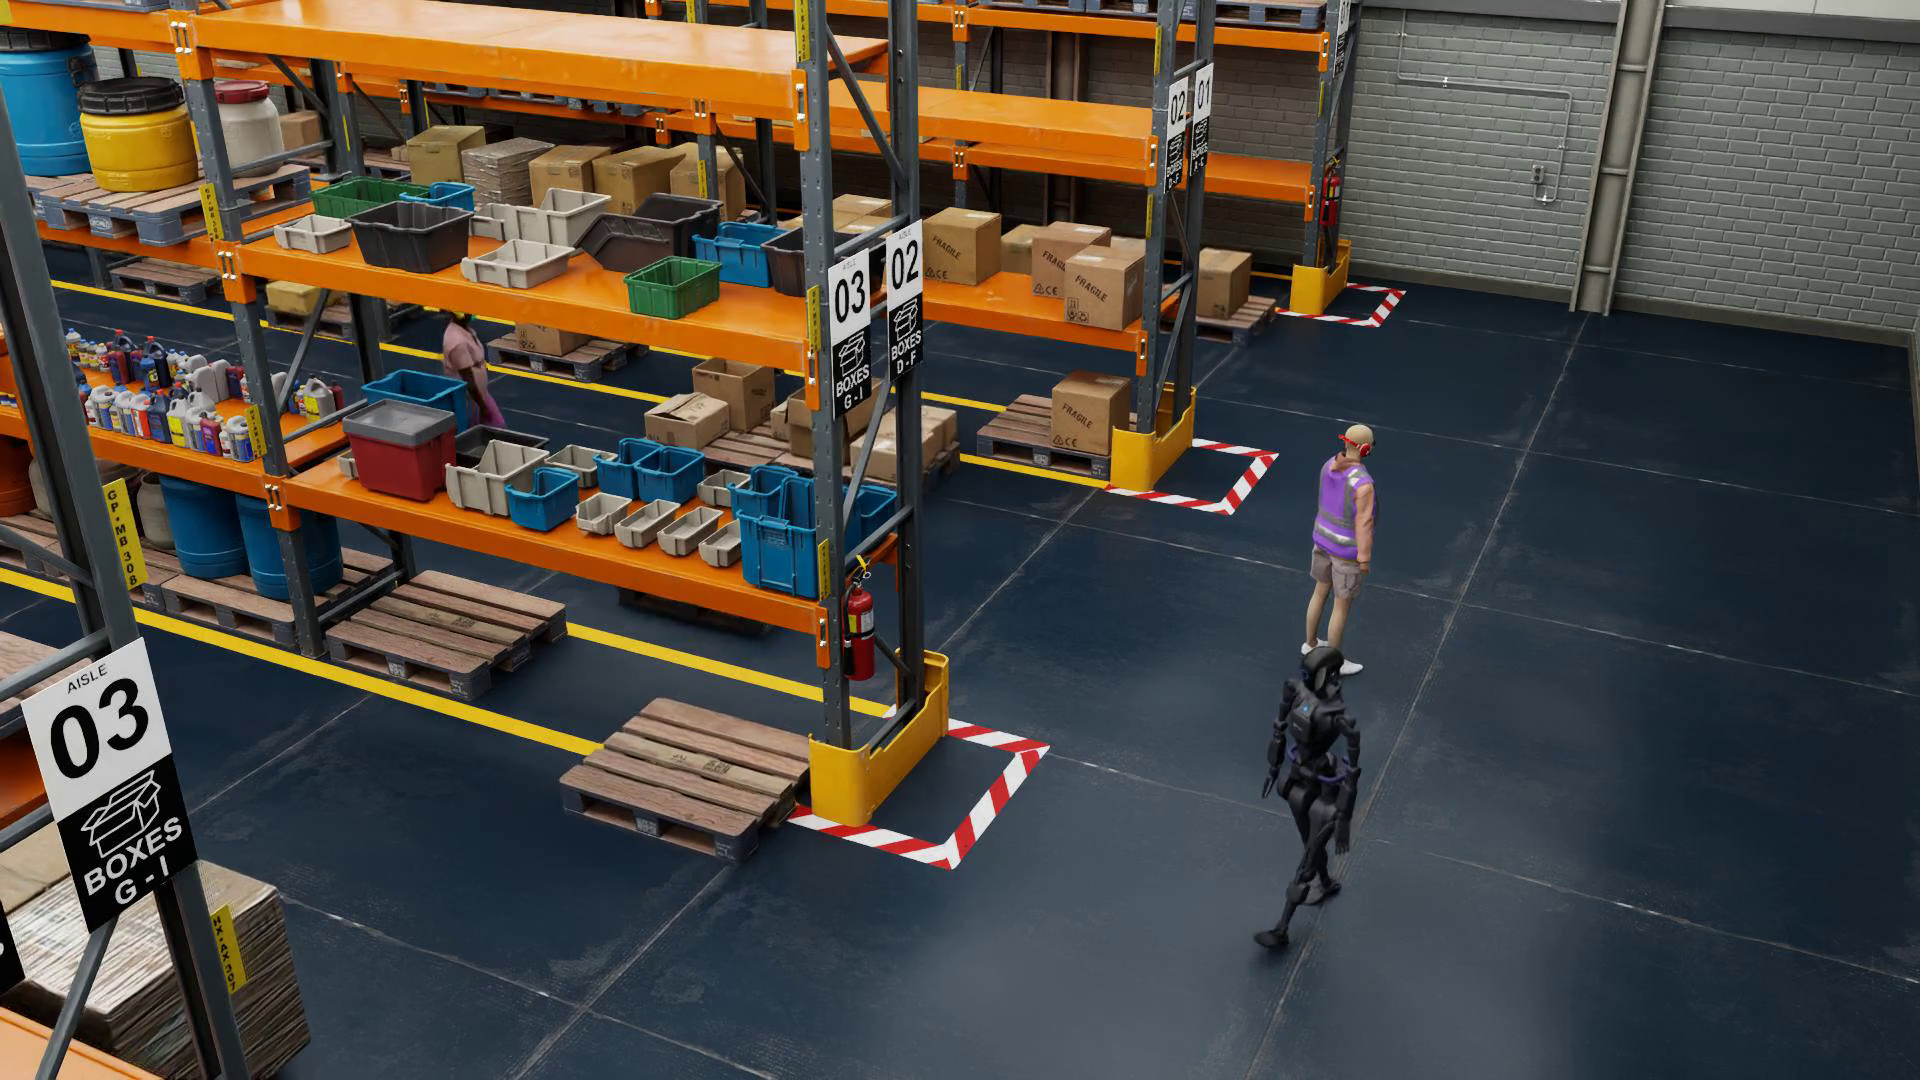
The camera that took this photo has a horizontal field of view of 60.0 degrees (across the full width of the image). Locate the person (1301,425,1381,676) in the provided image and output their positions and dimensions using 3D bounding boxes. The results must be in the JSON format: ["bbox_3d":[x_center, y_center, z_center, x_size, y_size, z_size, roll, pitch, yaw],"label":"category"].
[{"bbox_3d":[2.426,0.057,10.590,0.348,1.688,0.492,-11,28,-21],"label":"person"}]

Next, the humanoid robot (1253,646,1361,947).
[{"bbox_3d":[1.730,1.238,8.244,0.760,1.622,0.601,-17,31,-30],"label":"humanoid robot"}]

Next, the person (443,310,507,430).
[{"bbox_3d":[-3.641,-1.078,12.782,0.790,1.772,0.531,-4,27,-7],"label":"person"}]
